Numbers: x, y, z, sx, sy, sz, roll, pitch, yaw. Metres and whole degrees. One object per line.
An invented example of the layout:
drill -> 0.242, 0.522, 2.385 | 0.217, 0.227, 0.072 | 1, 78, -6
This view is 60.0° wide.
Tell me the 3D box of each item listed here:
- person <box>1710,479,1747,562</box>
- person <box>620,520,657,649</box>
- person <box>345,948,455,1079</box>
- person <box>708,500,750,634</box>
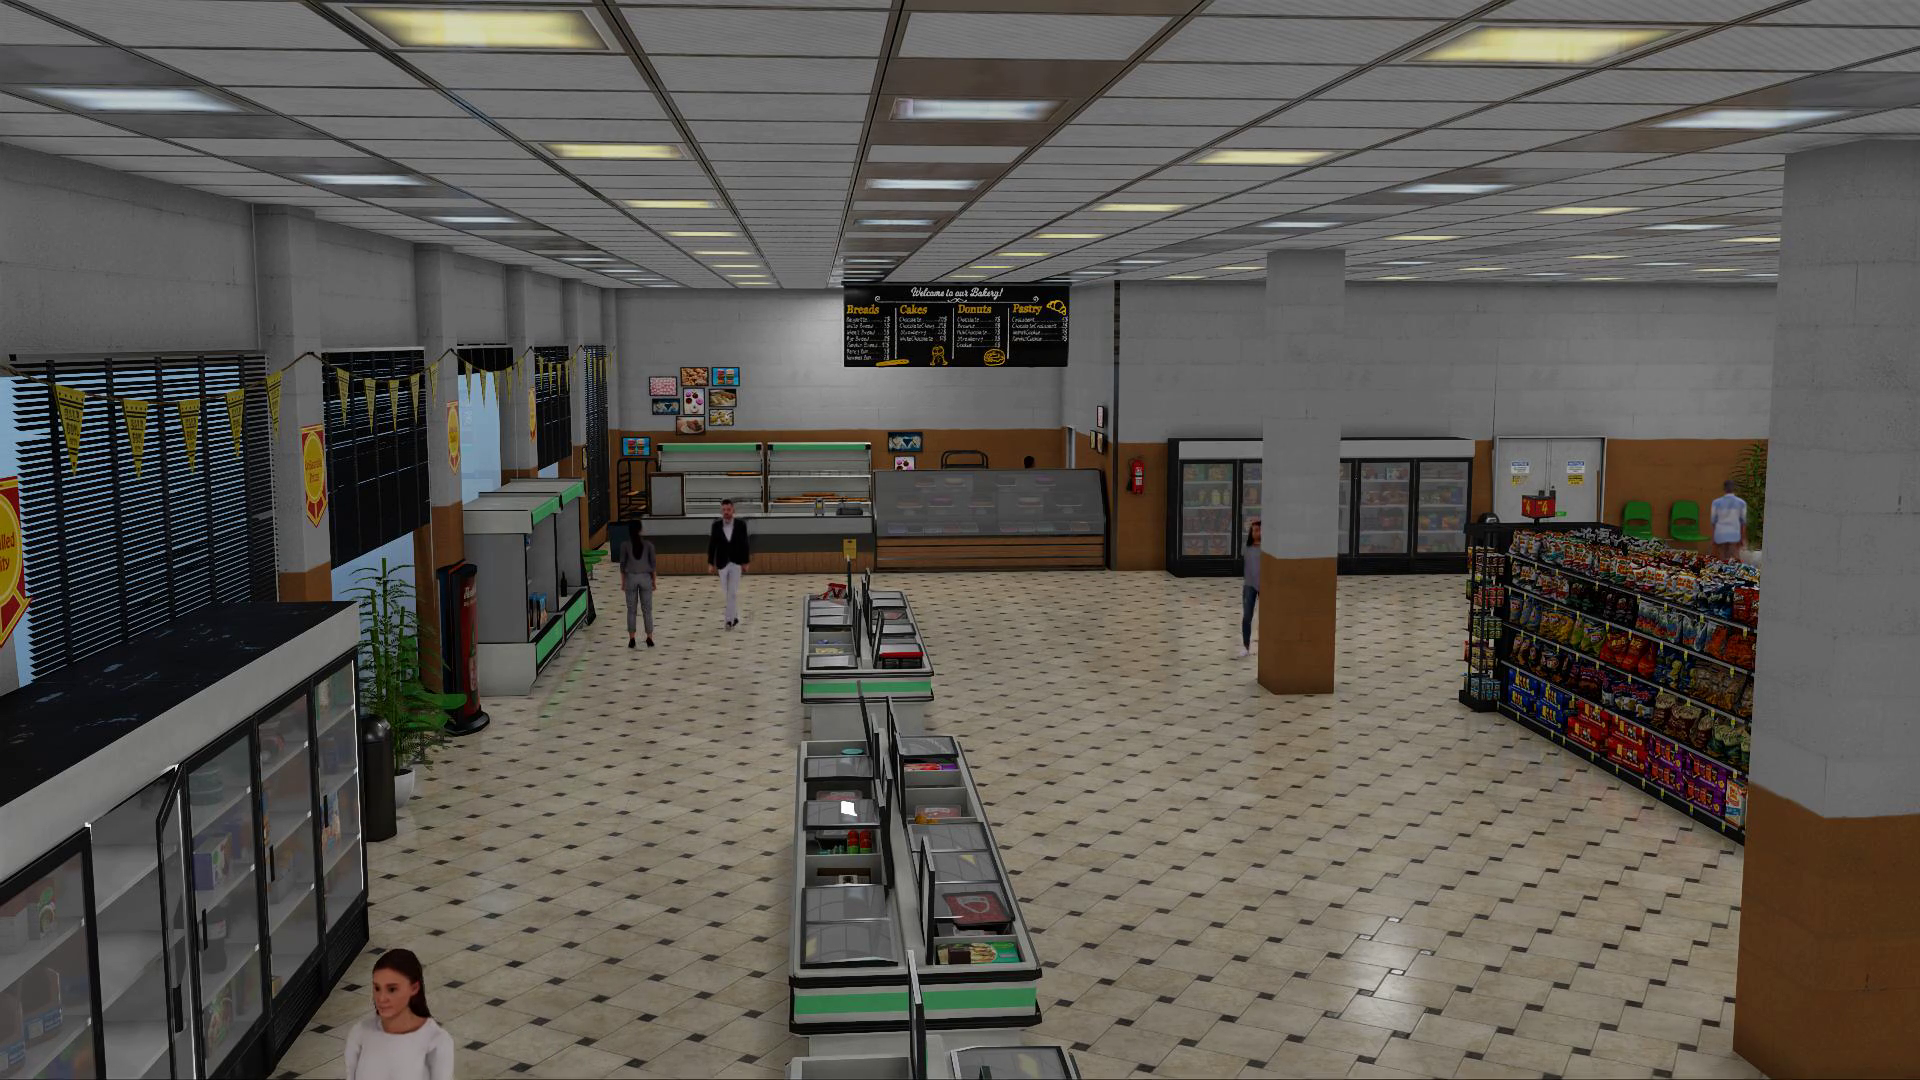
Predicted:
person -> 12.077, -0.036, 26.144 | 1.022, 1.800, 1.235 | 3, 7, 23
person -> -4.192, 0.567, 21.660 | 0.622, 1.677, 0.571 | -1, 7, -8
person -> -2.165, 2.393, 6.520 | 0.659, 1.684, 0.634 | 1, 7, 5
person -> -3.149, 0.375, 22.837 | 0.805, 1.777, 1.223 | 0, 7, 3
